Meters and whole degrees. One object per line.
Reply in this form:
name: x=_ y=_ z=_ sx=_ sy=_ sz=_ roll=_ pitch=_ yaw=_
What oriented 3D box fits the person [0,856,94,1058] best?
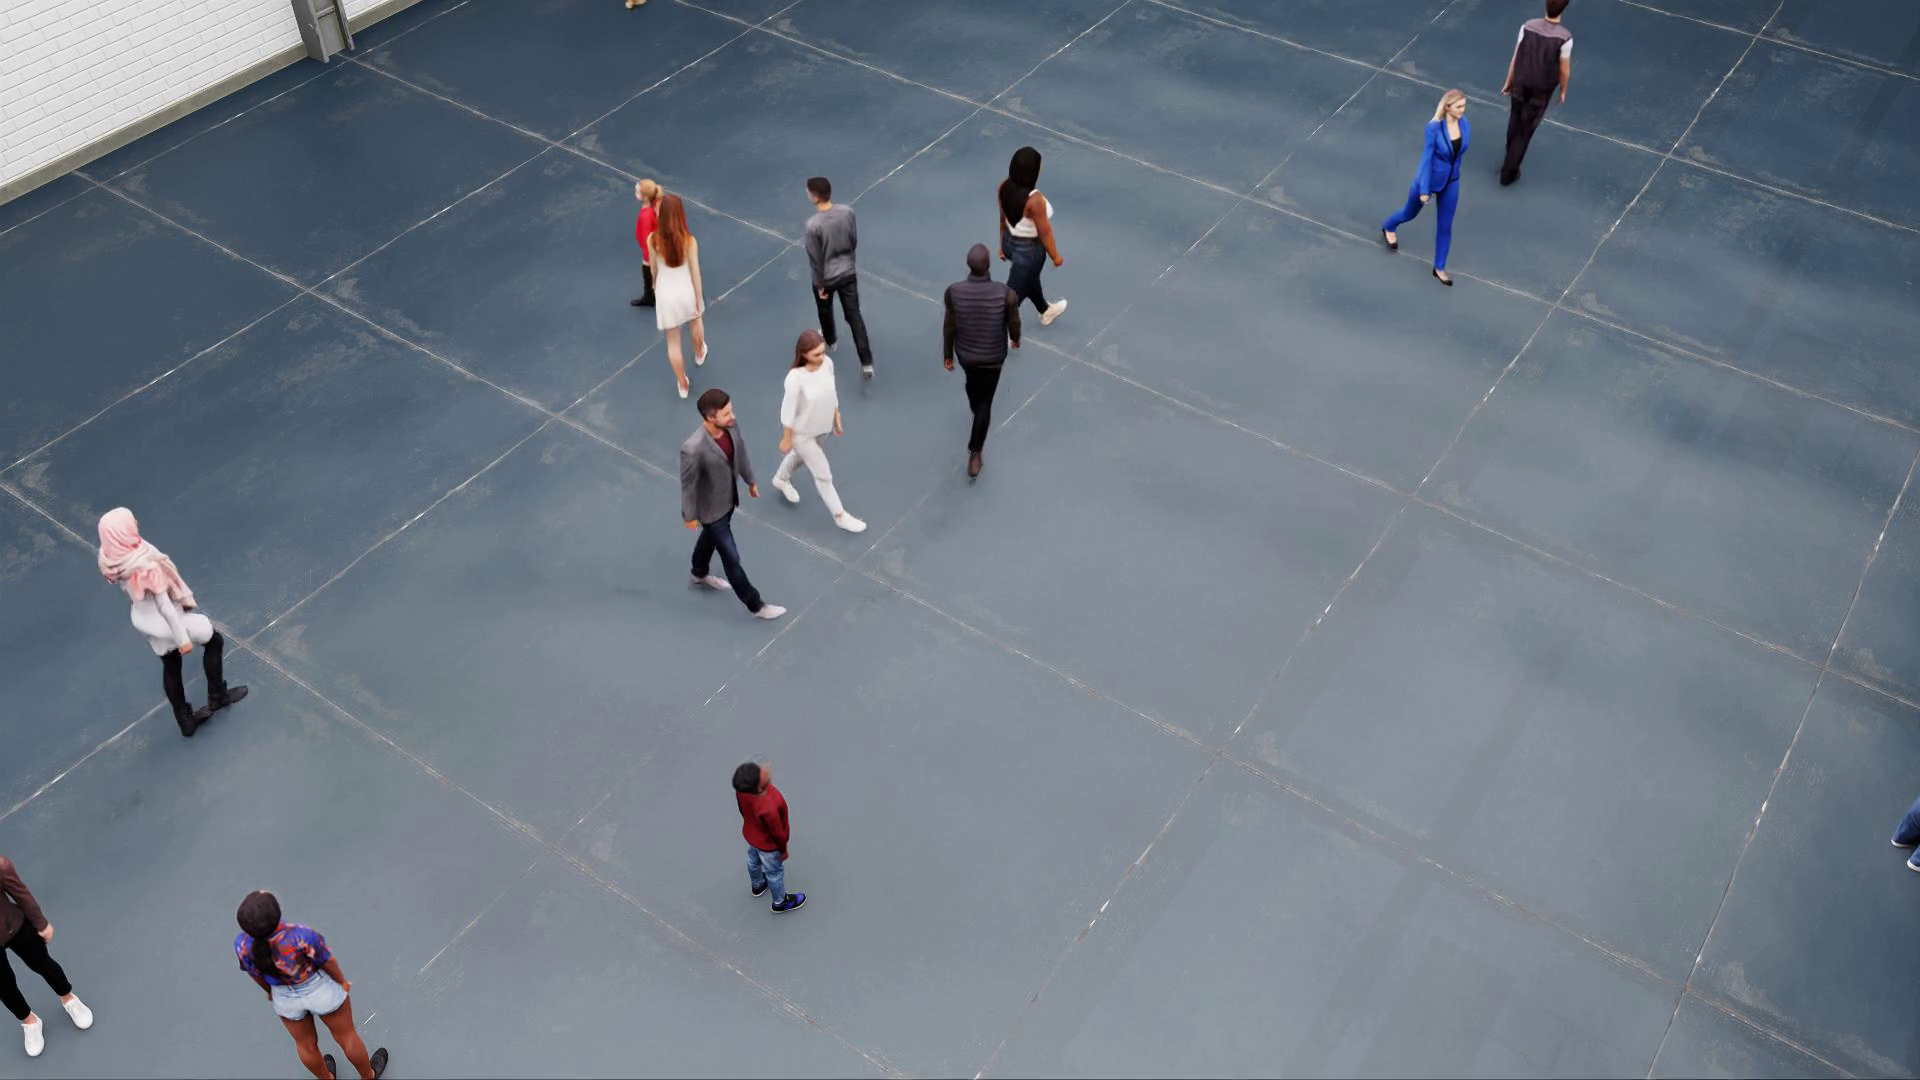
person: x=-5.044 y=2.079 z=8.741 sx=0.573 sy=1.703 sz=0.727 roll=-25 pitch=49 yaw=-24

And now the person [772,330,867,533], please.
person: x=-1.131 y=-0.829 z=11.834 sx=0.708 sy=1.648 sz=1.040 roll=25 pitch=49 yaw=24

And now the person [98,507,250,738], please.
person: x=-4.982 y=0.576 z=10.259 sx=0.711 sy=1.788 sz=0.751 roll=19 pitch=47 yaw=19

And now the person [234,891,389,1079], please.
person: x=-3.330 y=2.313 z=8.469 sx=0.663 sy=1.741 sz=0.714 roll=-5 pitch=44 yaw=-5

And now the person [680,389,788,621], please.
person: x=-1.703 y=-0.271 z=11.118 sx=0.920 sy=1.829 sz=1.082 roll=17 pitch=46 yaw=17

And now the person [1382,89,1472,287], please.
person: x=3.981 y=-3.067 z=14.170 sx=1.142 sy=1.667 sz=1.081 roll=-15 pitch=46 yaw=-15

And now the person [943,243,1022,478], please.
person: x=0.134 y=-1.299 z=12.221 sx=0.976 sy=1.795 sz=1.265 roll=10 pitch=44 yaw=10

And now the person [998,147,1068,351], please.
person: x=0.433 y=-2.237 z=13.231 sx=1.256 sy=1.760 sz=0.954 roll=-24 pitch=49 yaw=-23

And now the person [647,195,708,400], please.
person: x=-2.189 y=-1.829 z=12.860 sx=0.893 sy=1.681 sz=0.995 roll=-3 pitch=44 yaw=-3

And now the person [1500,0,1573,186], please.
person: x=5.166 y=-4.072 z=15.110 sx=0.717 sy=1.825 sz=0.937 roll=29 pitch=51 yaw=27

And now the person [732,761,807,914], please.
person: x=-1.121 y=1.677 z=9.490 sx=0.554 sy=1.254 sz=0.544 roll=-33 pitch=53 yaw=-30

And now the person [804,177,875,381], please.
person: x=-0.939 y=-2.030 z=13.036 sx=1.162 sy=1.729 sz=1.040 roll=-18 pitch=47 yaw=-18
